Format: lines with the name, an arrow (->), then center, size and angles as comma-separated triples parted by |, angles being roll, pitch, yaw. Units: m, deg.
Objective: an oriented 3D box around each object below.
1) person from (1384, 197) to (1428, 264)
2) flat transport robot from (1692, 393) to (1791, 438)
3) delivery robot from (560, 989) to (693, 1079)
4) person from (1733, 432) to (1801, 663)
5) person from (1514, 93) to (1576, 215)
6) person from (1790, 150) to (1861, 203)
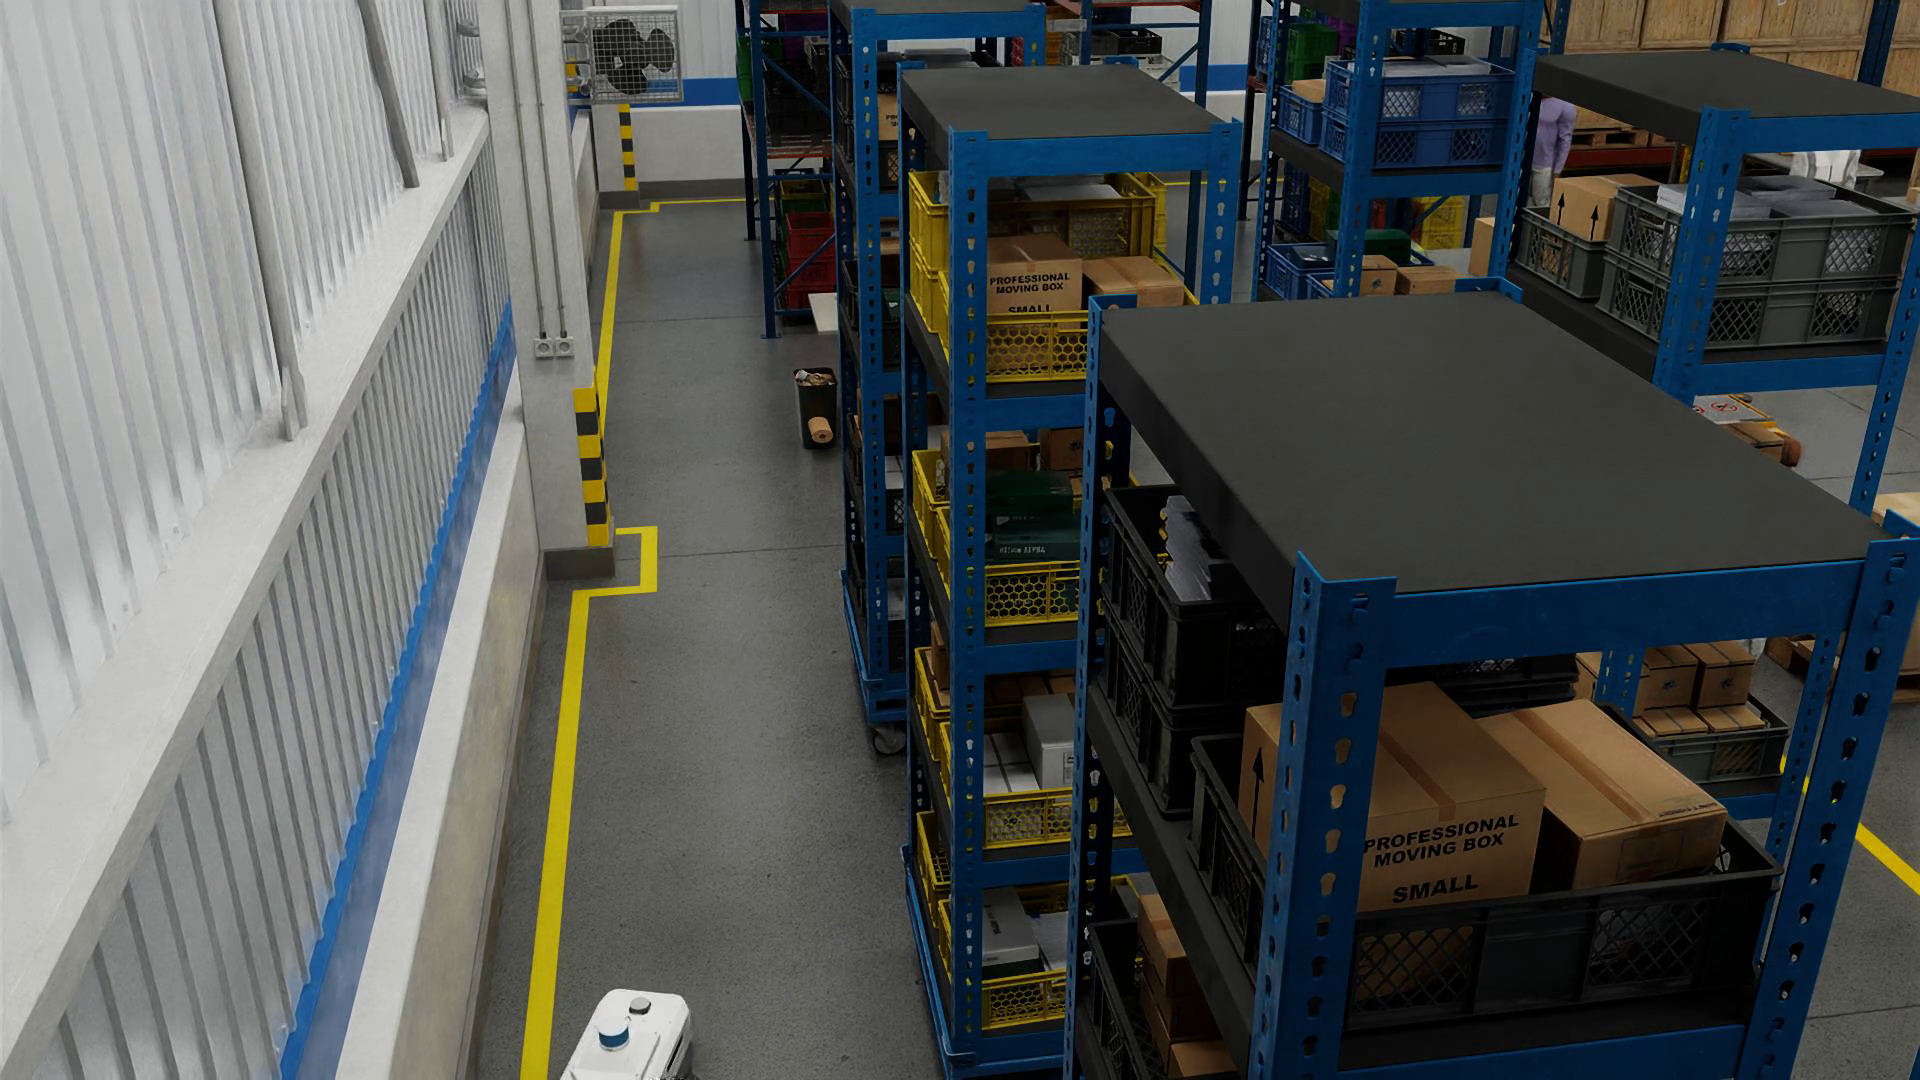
person -> 2.997, -1.497, 11.657 | 0.429, 1.838, 0.633 | -17, 30, -32
flat transport robot -> 5.224, -0.859, 12.132 | 1.431, 0.197, 0.652 | -4, 25, -8
delivery robot -> -1.181, 1.868, 5.760 | 0.477, 0.478, 0.707 | 3, 25, 8
person -> 3.798, 0.261, 8.064 | 0.308, 1.645, 0.514 | -6, 25, -13
person -> 5.620, -3.663, 16.249 | 0.372, 1.940, 0.630 | -22, 33, -39
person -> 7.587, -2.934, 14.738 | 0.566, 1.879, 0.354 | 2, 25, 3
